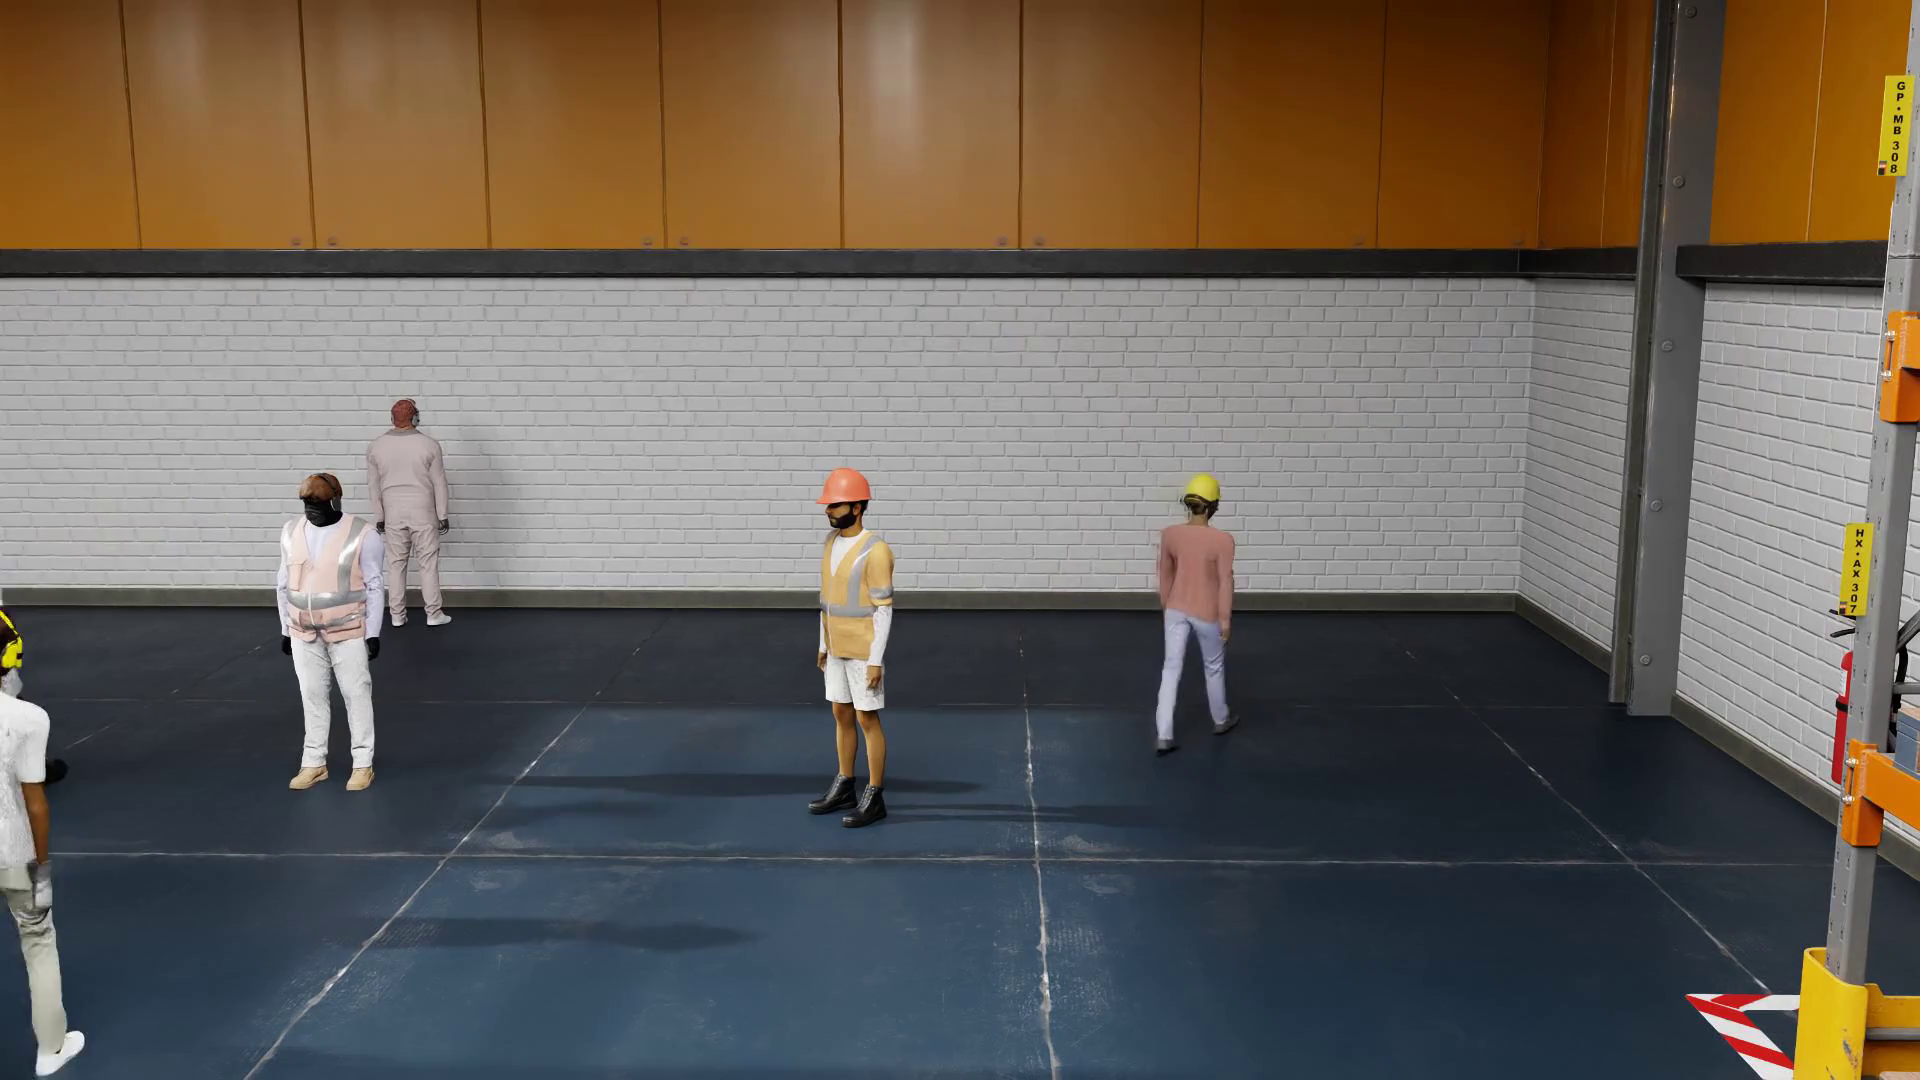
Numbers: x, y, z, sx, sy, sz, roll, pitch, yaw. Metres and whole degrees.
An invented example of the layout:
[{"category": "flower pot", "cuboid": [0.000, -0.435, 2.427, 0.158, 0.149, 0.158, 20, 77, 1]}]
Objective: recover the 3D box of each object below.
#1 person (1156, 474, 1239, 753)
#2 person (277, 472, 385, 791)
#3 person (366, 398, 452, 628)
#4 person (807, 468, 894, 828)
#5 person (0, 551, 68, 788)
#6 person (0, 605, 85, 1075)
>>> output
[{"category": "person", "cuboid": [1.482, 0.441, 10.383, 0.538, 1.712, 0.899, 6, 11, 33]}, {"category": "person", "cuboid": [-3.614, 0.527, 9.537, 0.621, 1.837, 0.429, 1, 10, 6]}, {"category": "person", "cuboid": [-4.540, -0.216, 13.771, 0.642, 1.908, 0.409, 0, 9, -1]}, {"category": "person", "cuboid": [-0.594, 0.573, 8.943, 0.364, 1.939, 0.542, -8, 12, -40]}, {"category": "person", "cuboid": [-5.452, 0.565, 9.180, 0.545, 1.887, 0.975, 1, 10, 9]}, {"category": "person", "cuboid": [-3.458, 1.142, 5.863, 0.534, 1.841, 0.893, 0, 9, -2]}]
